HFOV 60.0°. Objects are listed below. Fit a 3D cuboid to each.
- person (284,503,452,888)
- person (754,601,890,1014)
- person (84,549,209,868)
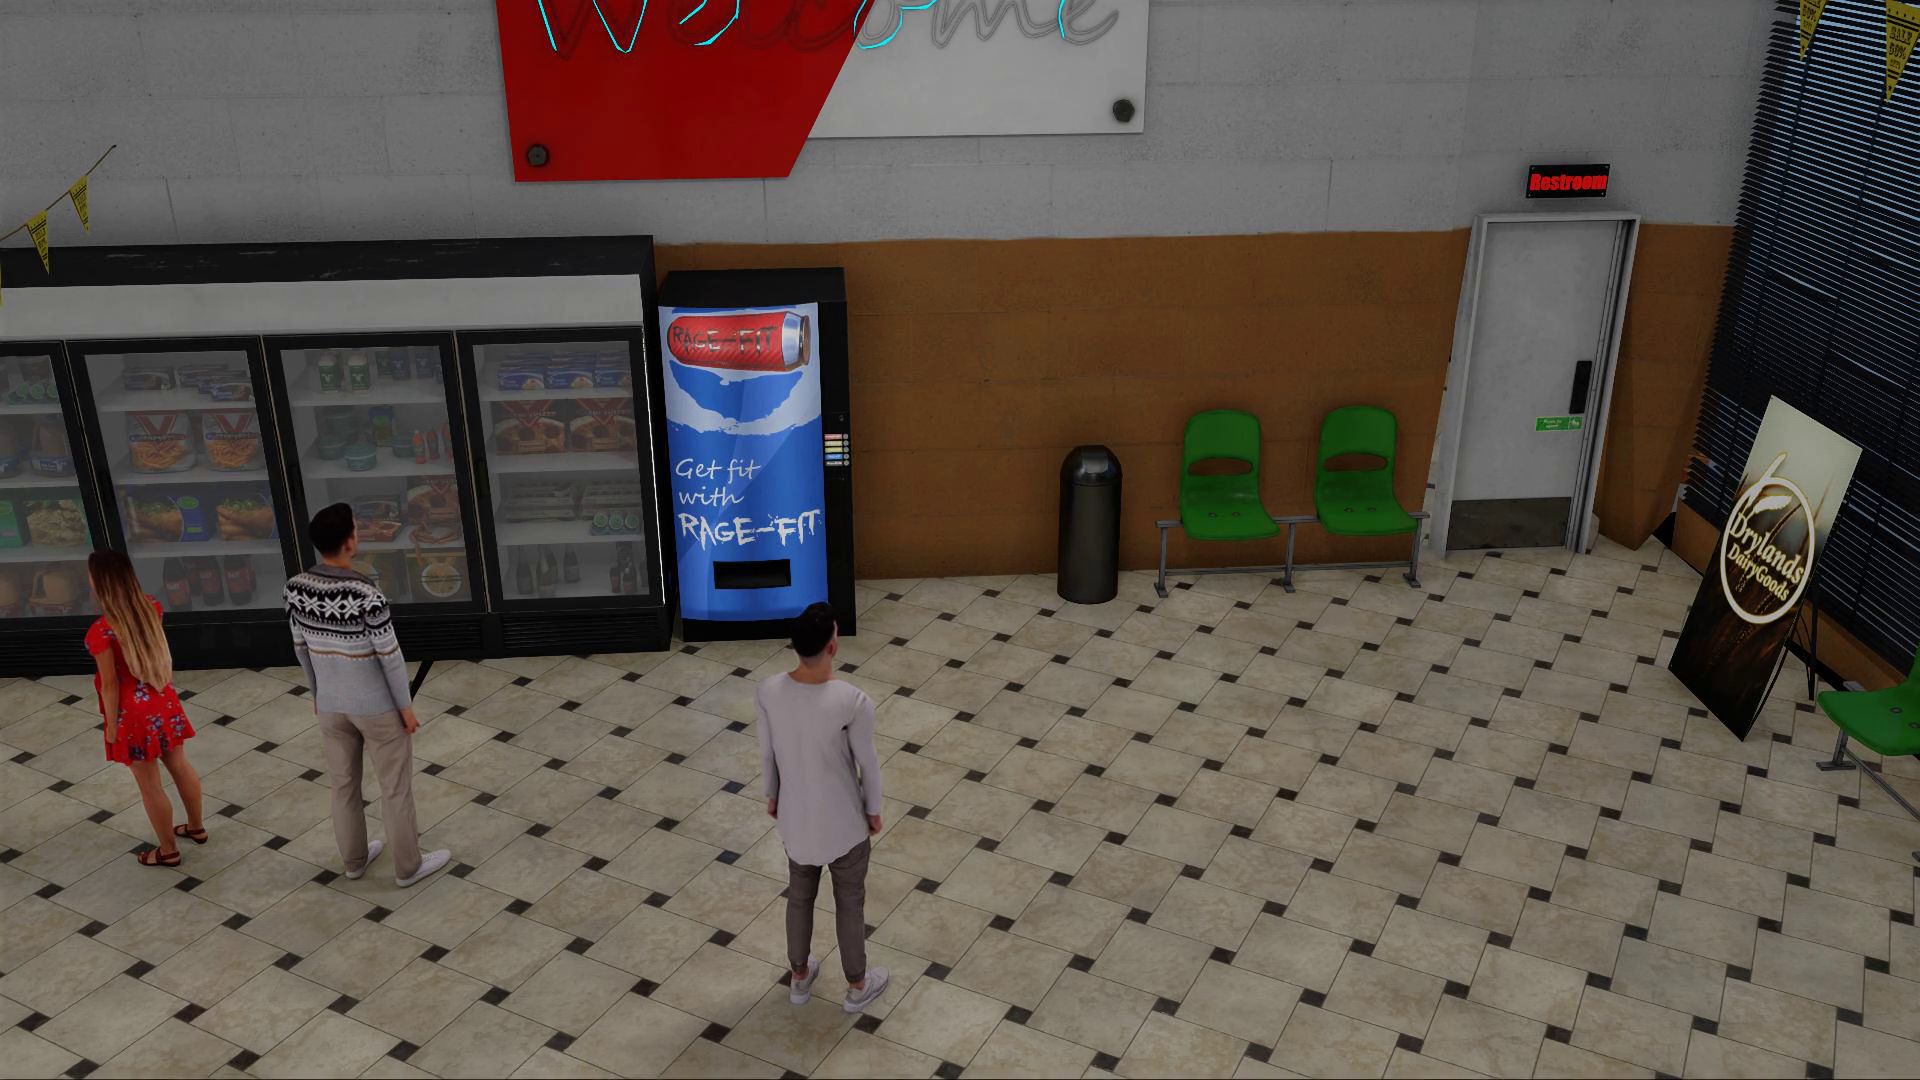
[{"bbox_3d":[-2.704,0.716,7.473,0.753,1.861,0.702,6,24,14],"label":"person"},{"bbox_3d":[-0.549,1.077,6.672,0.741,1.841,0.703,7,25,15],"label":"person"},{"bbox_3d":[-3.766,0.776,7.671,0.710,1.592,0.606,9,25,19],"label":"person"}]
